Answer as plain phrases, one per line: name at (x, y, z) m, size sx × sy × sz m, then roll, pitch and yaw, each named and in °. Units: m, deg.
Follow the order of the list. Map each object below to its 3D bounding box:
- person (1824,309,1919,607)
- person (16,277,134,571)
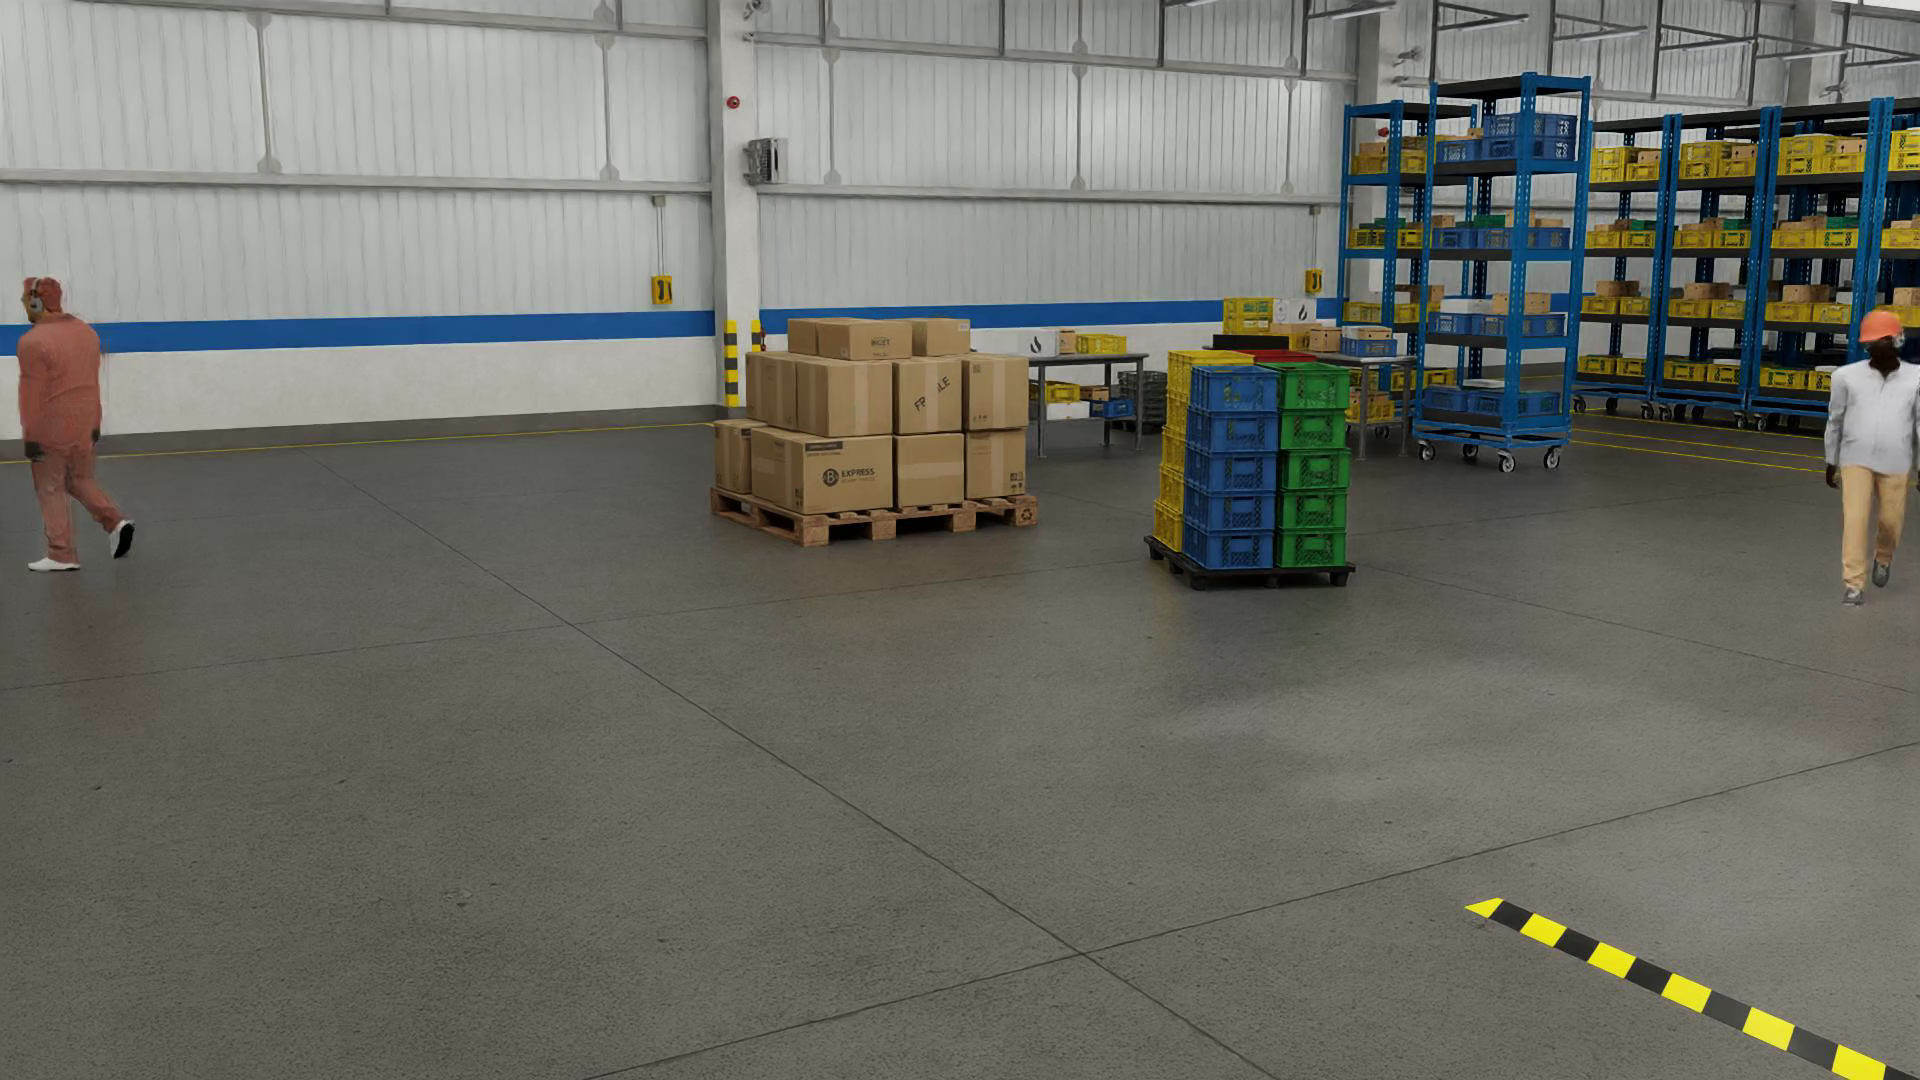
person at (5.411, -0.500, 9.809) m, size 0.578 × 1.715 × 0.779 m, roll 5°, pitch 11°, yaw 24°
person at (-5.701, -0.728, 10.605) m, size 0.545 × 1.886 × 0.660 m, roll 2°, pitch 10°, yaw 12°
